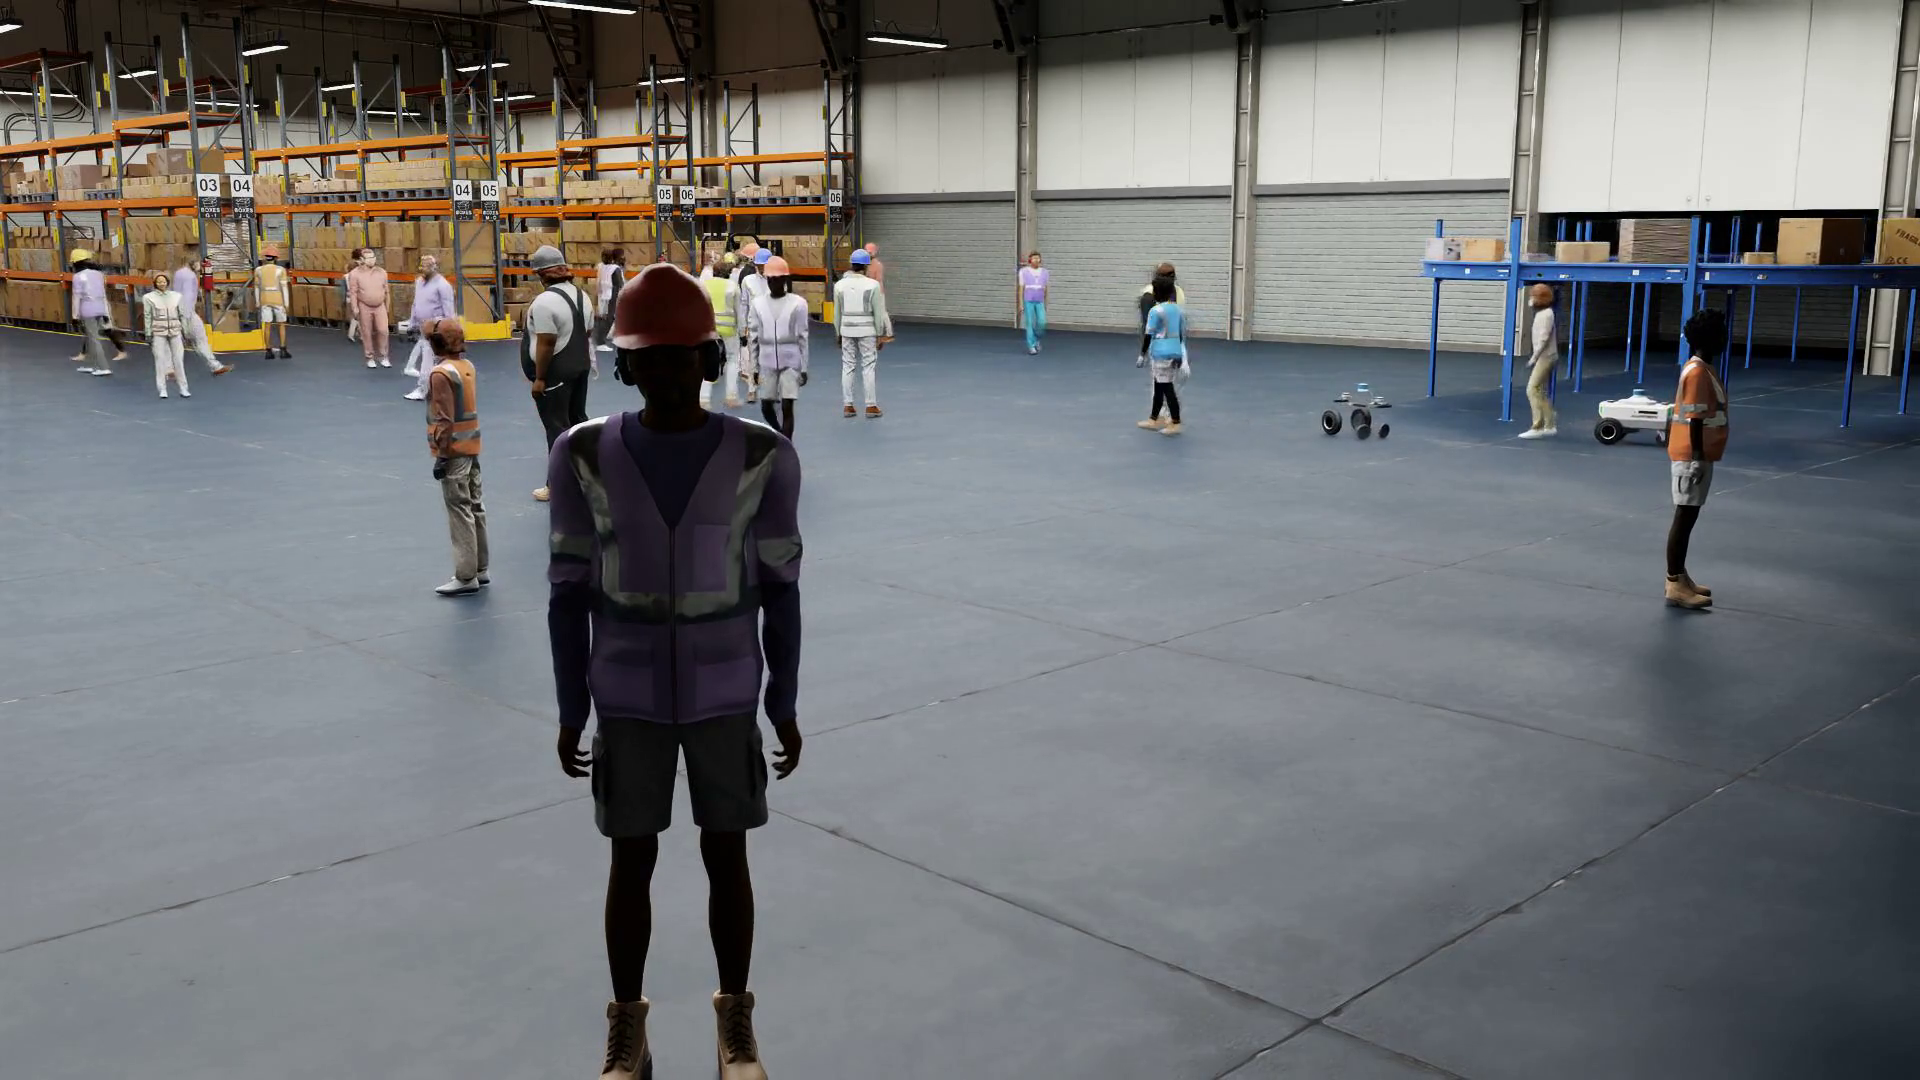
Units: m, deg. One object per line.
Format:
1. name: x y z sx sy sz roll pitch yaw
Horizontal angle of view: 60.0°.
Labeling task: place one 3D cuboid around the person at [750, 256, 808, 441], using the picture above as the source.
1. person: -1.628 -1.614 15.131 0.540 1.927 0.549 1 10 5

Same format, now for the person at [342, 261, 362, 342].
1. person: -12.068 -4.759 33.155 0.518 1.604 0.829 2 11 12

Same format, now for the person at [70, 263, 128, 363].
1. person: -14.364 -3.779 27.692 0.867 1.653 0.535 -9 13 -39

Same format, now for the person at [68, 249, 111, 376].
1. person: -13.259 -3.435 25.157 0.833 1.889 0.603 2 11 10

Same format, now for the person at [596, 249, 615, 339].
1. person: -7.205 -5.067 34.242 0.641 1.828 0.579 7 13 35

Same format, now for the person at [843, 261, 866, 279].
1. person: -1.992 -4.647 32.269 0.511 1.694 0.878 -5 12 -27

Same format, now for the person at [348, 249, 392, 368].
1. person: -9.320 -3.656 26.393 0.665 1.874 0.802 -7 13 -35

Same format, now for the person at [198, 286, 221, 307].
1. person: -17.317 -5.771 38.032 0.899 1.854 0.577 7 12 32

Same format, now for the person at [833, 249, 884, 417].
1. person: -1.175 -2.420 19.478 0.615 1.945 0.405 4 11 19

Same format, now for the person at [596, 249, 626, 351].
1. person: -6.245 -4.410 30.564 1.020 1.863 0.587 -2 11 -10

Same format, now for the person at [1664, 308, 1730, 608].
1. person: 4.237 -0.478 9.558 0.315 1.700 0.541 5 11 24

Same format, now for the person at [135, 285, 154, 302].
1. person: -21.346 -6.787 43.387 0.630 1.921 0.594 -7 13 -35

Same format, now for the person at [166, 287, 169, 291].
1. person: -21.752 -7.223 45.779 0.401 1.910 0.642 -6 12 -30

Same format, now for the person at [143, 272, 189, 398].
1. person: -10.381 -2.678 21.754 0.509 1.632 0.315 -9 14 -40

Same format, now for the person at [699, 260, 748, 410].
1. person: -2.938 -2.513 20.389 0.689 1.804 0.617 1 10 6

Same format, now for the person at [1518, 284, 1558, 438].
1. person: 6.062 -1.853 17.339 0.468 1.614 0.535 2 11 11

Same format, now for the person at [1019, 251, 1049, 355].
1. person: 1.318 -4.223 29.632 0.572 1.824 0.460 -3 11 -15

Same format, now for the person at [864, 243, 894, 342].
1. person: -1.700 -4.861 32.790 1.012 1.946 0.639 -9 14 -40

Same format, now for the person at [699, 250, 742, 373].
1. person: -3.580 -3.378 24.889 0.915 1.870 0.677 -1 10 -7

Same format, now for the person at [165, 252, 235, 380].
1. person: -11.284 -3.287 24.453 1.031 1.857 0.704 -9 14 -41

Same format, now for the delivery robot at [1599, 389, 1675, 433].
1. delivery robot: 6.928 -1.297 17.013 0.707 0.478 0.477 6 12 28

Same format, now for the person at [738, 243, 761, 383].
1. person: -3.013 -3.293 24.108 0.396 1.992 0.623 -3 11 -15

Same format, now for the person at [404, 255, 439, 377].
1. person: -7.941 -3.356 24.960 0.997 1.814 0.539 0 10 2

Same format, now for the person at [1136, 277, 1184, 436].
1. person: 2.083 -1.949 17.658 0.766 1.661 0.545 8 13 37

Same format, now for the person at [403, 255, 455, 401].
1. person: -6.835 -2.756 21.587 0.642 1.858 1.011 10 14 42

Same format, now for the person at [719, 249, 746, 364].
1. person: -3.605 -3.783 27.073 1.035 1.879 0.647 0 10 -1

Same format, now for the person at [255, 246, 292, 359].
1. person: -11.861 -4.104 28.720 0.566 1.931 0.387 -1 10 -5

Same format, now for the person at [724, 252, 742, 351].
1. person: -3.990 -4.157 29.312 0.609 1.812 0.526 -4 11 -23

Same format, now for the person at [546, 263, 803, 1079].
1. person: -0.673 0.373 3.987 0.604 2.044 0.375 -1 10 -8

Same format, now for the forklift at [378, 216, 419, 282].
1. forklift: -17.868 -9.201 54.028 1.873 2.768 1.129 -10 14 -44

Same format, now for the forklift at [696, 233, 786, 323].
1. forklift: -5.496 -6.489 41.108 2.313 2.155 1.214 -10 14 -44

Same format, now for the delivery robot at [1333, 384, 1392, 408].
1. delivery robot: 4.281 -1.548 17.674 0.335 0.223 0.698 -6 12 -29

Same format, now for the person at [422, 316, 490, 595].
1. person: -2.994 -0.503 9.874 0.311 1.636 0.521 0 10 2

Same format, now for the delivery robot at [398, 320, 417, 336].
1. delivery robot: -10.788 -4.225 32.982 0.707 0.478 0.477 5 11 26

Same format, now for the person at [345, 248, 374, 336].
1. person: -12.643 -5.216 35.010 0.507 1.844 0.345 -3 11 -14

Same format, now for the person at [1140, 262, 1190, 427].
1. person: 2.284 -2.170 18.466 0.644 1.818 0.455 -9 13 -39

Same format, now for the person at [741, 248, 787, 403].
1. person: -2.485 -2.722 21.143 0.602 1.941 0.402 -1 10 -7

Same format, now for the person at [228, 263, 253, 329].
1. person: -16.339 -5.734 37.895 0.417 1.818 0.592 8 13 36

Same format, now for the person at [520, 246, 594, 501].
1. person: -3.280 -1.336 13.429 0.536 2.000 0.672 4 11 20

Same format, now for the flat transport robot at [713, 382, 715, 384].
1. flat transport robot: -3.956 -2.385 23.981 0.652 0.197 1.431 -3 11 -15

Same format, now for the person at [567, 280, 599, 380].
1. person: -3.726 -1.626 15.712 0.553 1.742 0.640 -8 13 -37
